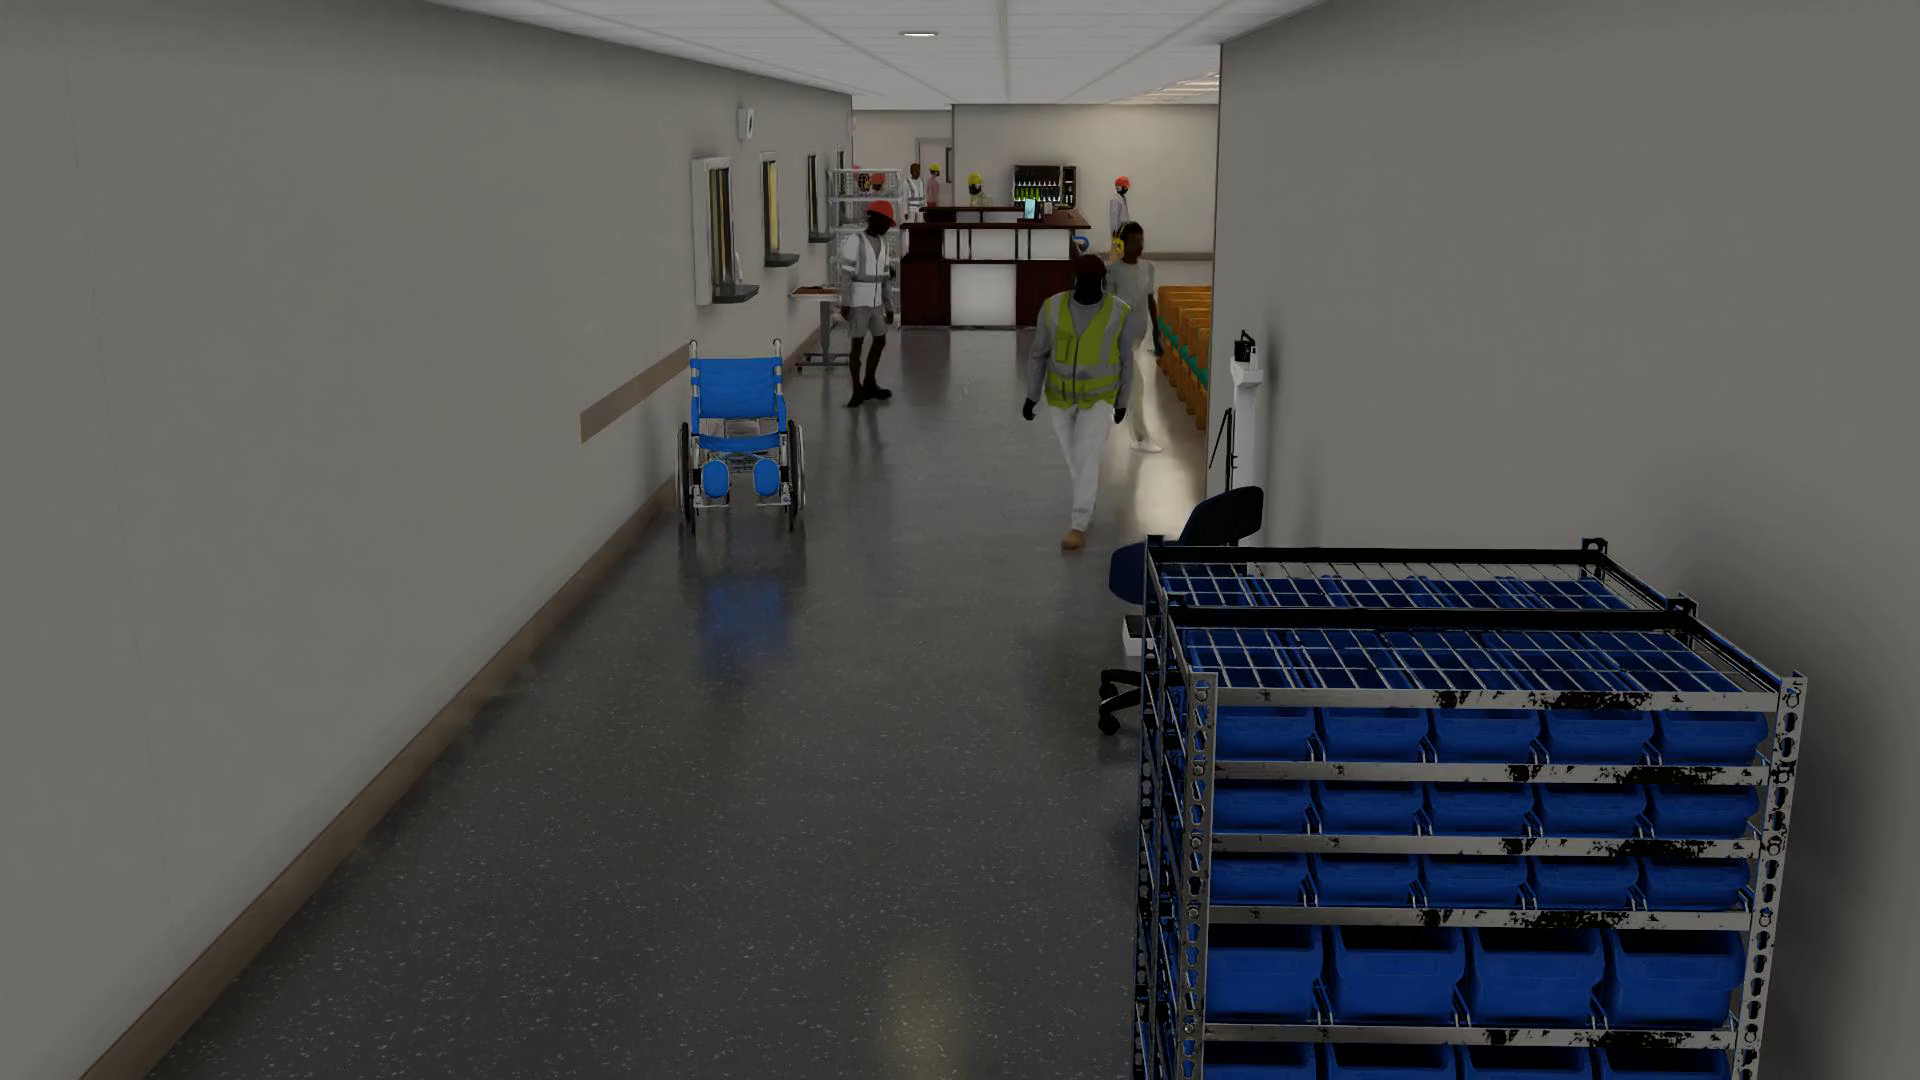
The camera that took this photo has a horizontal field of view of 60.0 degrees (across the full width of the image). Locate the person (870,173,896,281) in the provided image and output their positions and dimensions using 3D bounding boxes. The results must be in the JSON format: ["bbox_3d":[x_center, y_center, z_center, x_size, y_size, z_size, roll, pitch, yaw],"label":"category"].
[{"bbox_3d":[-1.370,-5.070,27.112,0.510,1.889,0.578,1,14,3],"label":"person"}]

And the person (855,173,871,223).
[{"bbox_3d":[-1.531,-4.844,26.271,0.317,1.860,0.524,-7,16,-27],"label":"person"}]

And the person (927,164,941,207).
[{"bbox_3d":[-0.593,-7.729,38.168,0.329,1.765,0.527,-5,15,-19],"label":"person"}]

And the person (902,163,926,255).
[{"bbox_3d":[-0.912,-6.639,33.523,0.568,1.878,0.351,-13,19,-41],"label":"person"}]

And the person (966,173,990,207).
[{"bbox_3d":[0.317,-5.297,28.194,0.463,1.812,0.616,-7,15,-26],"label":"person"}]

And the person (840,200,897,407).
[{"bbox_3d":[-0.870,-2.189,15.456,0.367,1.885,0.666,12,18,40],"label":"person"}]

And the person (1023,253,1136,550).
[{"bbox_3d":[0.767,-0.904,10.445,0.635,1.797,1.006,5,15,19],"label":"person"}]

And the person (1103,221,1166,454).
[{"bbox_3d":[1.320,-1.657,13.420,0.511,1.822,0.958,-11,18,-38],"label":"person"}]

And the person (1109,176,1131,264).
[{"bbox_3d":[2.748,-5.346,28.518,0.347,1.746,0.572,5,15,20],"label":"person"}]
